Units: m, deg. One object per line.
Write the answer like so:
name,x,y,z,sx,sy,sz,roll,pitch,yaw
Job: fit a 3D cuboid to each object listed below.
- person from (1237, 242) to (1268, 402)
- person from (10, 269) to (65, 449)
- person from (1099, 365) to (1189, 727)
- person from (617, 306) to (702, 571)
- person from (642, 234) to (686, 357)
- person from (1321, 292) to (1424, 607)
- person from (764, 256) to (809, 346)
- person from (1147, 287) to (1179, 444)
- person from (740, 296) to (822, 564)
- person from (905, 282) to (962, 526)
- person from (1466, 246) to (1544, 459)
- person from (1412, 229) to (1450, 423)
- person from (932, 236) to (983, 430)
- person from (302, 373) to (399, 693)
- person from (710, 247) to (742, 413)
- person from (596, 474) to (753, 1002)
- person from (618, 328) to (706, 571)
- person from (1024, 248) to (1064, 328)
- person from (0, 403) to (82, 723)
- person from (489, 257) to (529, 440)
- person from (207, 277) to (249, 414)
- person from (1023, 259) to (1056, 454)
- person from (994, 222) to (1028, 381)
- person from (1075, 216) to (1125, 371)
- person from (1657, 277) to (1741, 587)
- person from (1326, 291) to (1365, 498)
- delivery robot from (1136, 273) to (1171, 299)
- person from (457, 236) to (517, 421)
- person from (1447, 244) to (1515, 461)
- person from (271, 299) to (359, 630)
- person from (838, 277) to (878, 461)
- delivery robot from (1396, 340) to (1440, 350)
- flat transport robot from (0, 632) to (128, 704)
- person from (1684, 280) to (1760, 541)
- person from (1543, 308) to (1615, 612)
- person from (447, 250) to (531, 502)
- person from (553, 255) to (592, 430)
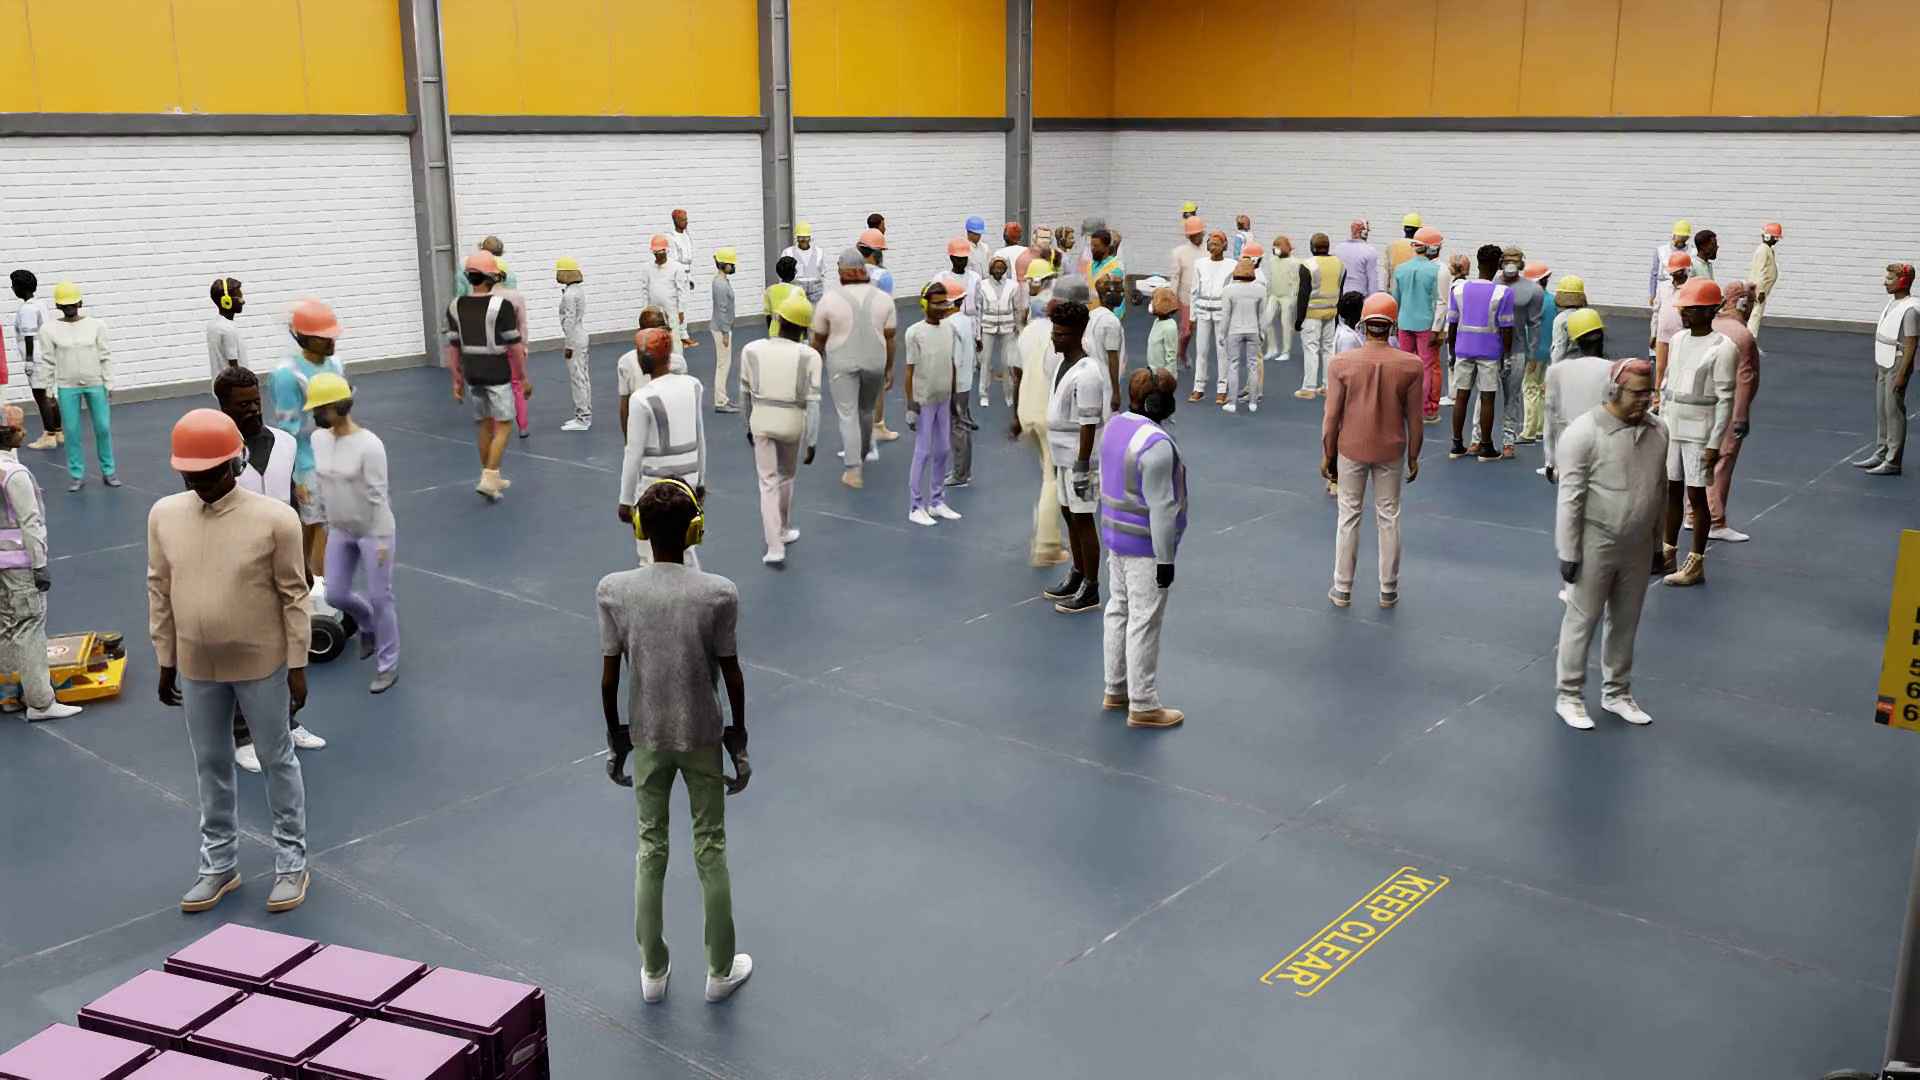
person,3.209,-2.403,18.357,0.339,1.752,0.564,1,14,2
person,-8.721,-1.710,15.727,0.319,1.688,0.538,-4,15,-16
person,0.940,0.028,8.467,0.429,1.841,0.634,-5,15,-19
person,-2.022,-0.643,11.156,0.505,1.838,0.347,4,15,15
person,-3.533,-2.757,19.791,0.566,1.744,0.349,4,15,15
person,2.595,-0.560,10.502,0.624,1.992,0.390,2,14,6
person,-1.775,-2.076,17.168,0.537,1.696,0.317,8,16,30
person,1.754,-1.392,14.561,0.281,1.634,0.498,-2,14,-10
person,-1.241,-0.774,11.666,0.583,1.858,0.884,-1,14,-2
person,-0.200,-1.041,12.713,0.533,1.861,0.331,-13,19,-42
person,4.975,-1.714,15.231,0.627,1.940,0.374,6,15,23
person,4.773,-2.186,17.022,0.393,1.985,0.611,-1,14,-4
person,-0.007,-2.038,16.528,0.551,1.935,0.371,-8,16,-28
person,-3.235,-0.057,9.000,0.520,1.741,0.498,4,15,16
person,-2.481,-2.221,17.636,0.342,1.754,0.531,-2,14,-8
person,-0.973,0.699,5.739,0.520,1.866,0.326,1,14,2
person,-1.742,-0.313,9.762,0.404,1.877,0.608,9,17,31
person,0.870,-2.038,16.795,0.484,1.809,0.908,13,19,41
person,-4.824,0.120,8.507,0.525,1.639,0.307,10,17,35
person,-4.458,-1.856,16.147,0.533,1.767,0.327,-6,15,-23
person,-5.608,-1.092,12.886,0.313,1.869,0.538,-11,18,-36
person,0.778,-1.682,15.359,0.436,1.809,0.612,5,15,20
person,0.634,-2.834,19.820,0.573,1.883,0.359,-9,16,-31
person,1.677,-2.825,19.461,0.804,2.000,0.691,-9,17,-32
person,4.817,-0.714,11.022,0.374,2.043,0.614,-4,15,-16
person,3.167,-1.189,13.625,0.318,1.697,0.535,2,14,8
delivery robot,3.296,-4.258,28.013,0.477,0.478,0.707,-10,17,-35
person,-4.897,-2.205,17.297,0.655,1.875,1.038,4,15,15
person,4.728,-1.701,15.122,0.612,1.963,0.361,11,18,38
person,-3.886,-0.451,10.082,0.698,2.008,0.619,2,14,6
person,-0.937,-1.641,15.123,0.346,1.856,0.523,-7,16,-26
delivery robot,5.861,-2.600,21.384,0.477,0.478,0.707,-5,15,-19
flat transport robot,-5.254,0.728,8.851,1.431,0.197,0.652,-6,15,-21
person,5.656,-0.956,12.272,0.403,1.907,0.637,0,14,-1
person,3.995,-0.507,10.526,0.686,1.889,0.369,13,19,43
person,-3.849,-1.321,13.512,0.625,2.044,0.617,5,15,21
person,-3.891,-1.977,16.696,0.314,1.736,0.487,-1,14,-3
